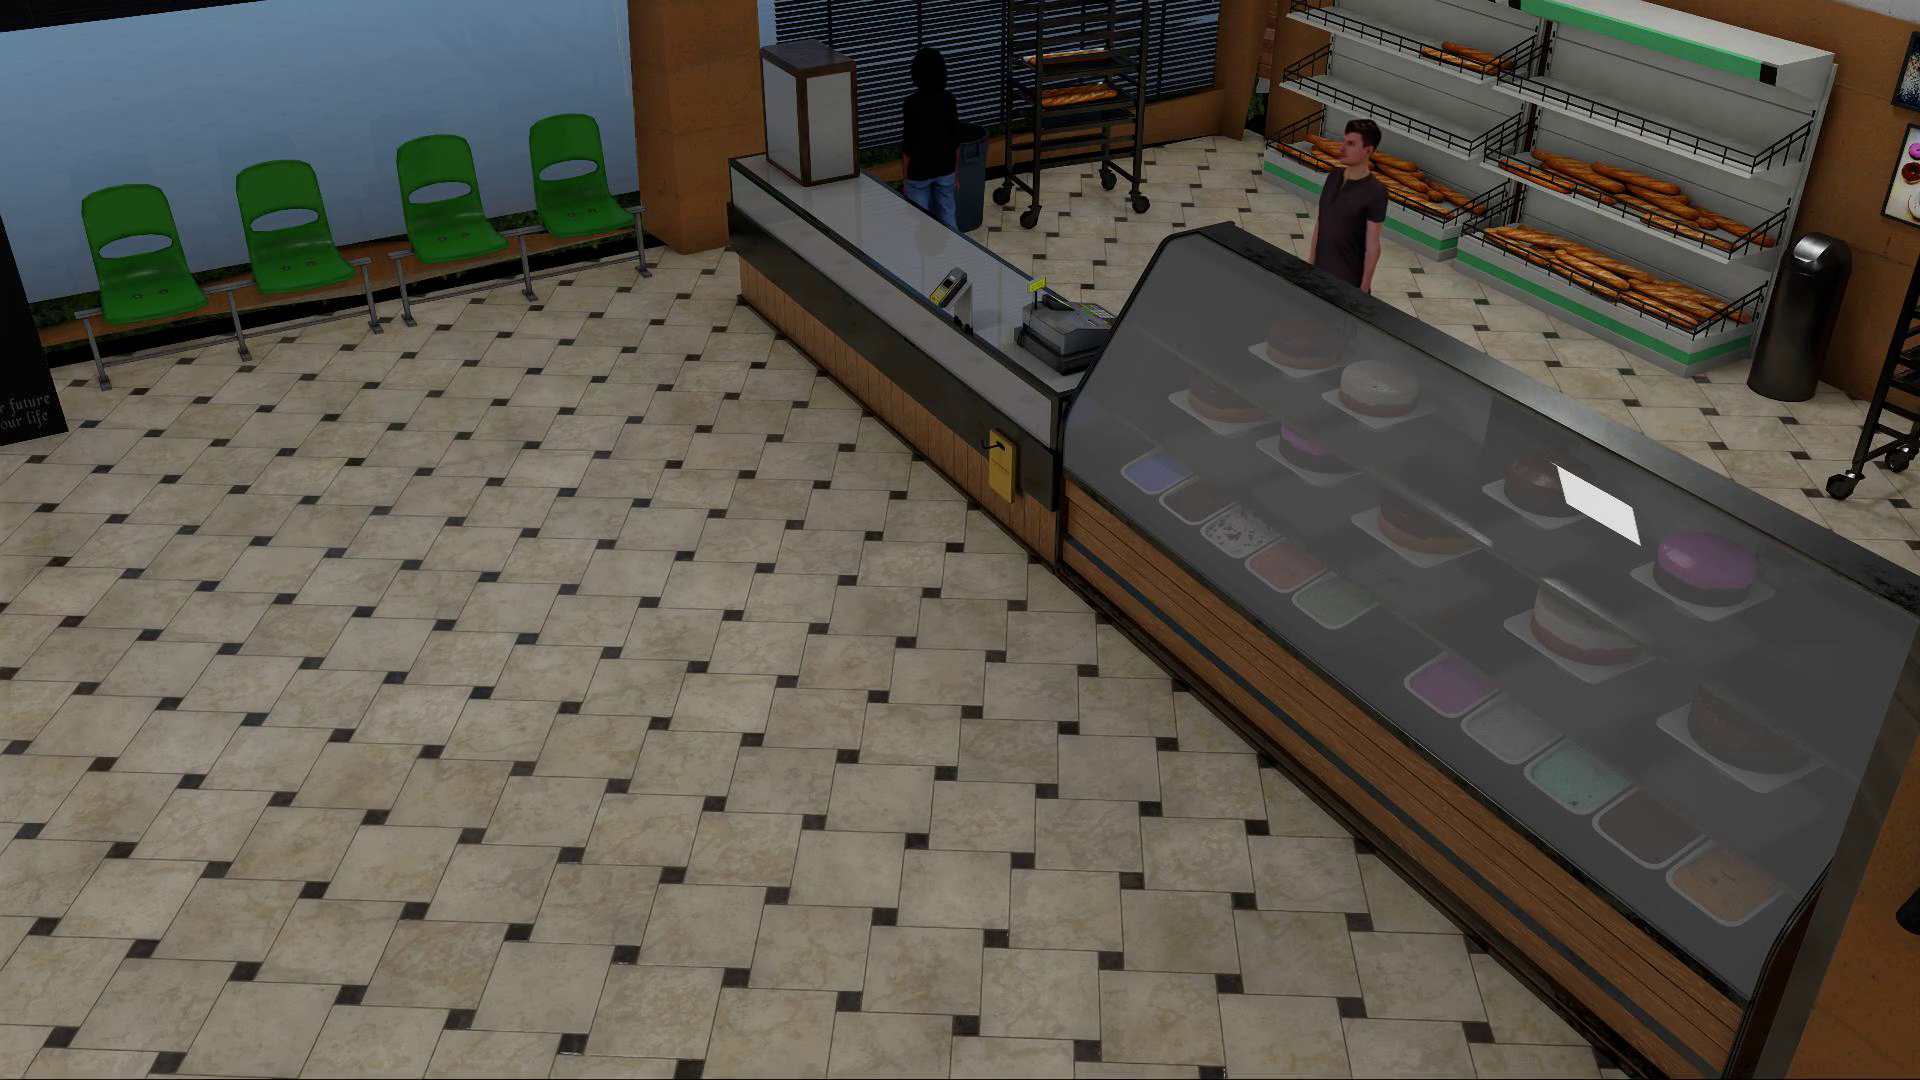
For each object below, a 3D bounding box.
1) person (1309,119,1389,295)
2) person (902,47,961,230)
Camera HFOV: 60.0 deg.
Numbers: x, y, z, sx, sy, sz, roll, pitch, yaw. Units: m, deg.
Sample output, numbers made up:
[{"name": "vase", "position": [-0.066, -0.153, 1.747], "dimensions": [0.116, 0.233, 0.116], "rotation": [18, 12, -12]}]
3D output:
[{"name": "person", "position": [2.143, -1.456, 9.331], "dimensions": [0.526, 1.854, 0.643], "rotation": [-17, 36, -25]}, {"name": "person", "position": [-0.199, -2.403, 10.996], "dimensions": [0.524, 1.701, 0.664], "rotation": [-12, 34, -18]}]
